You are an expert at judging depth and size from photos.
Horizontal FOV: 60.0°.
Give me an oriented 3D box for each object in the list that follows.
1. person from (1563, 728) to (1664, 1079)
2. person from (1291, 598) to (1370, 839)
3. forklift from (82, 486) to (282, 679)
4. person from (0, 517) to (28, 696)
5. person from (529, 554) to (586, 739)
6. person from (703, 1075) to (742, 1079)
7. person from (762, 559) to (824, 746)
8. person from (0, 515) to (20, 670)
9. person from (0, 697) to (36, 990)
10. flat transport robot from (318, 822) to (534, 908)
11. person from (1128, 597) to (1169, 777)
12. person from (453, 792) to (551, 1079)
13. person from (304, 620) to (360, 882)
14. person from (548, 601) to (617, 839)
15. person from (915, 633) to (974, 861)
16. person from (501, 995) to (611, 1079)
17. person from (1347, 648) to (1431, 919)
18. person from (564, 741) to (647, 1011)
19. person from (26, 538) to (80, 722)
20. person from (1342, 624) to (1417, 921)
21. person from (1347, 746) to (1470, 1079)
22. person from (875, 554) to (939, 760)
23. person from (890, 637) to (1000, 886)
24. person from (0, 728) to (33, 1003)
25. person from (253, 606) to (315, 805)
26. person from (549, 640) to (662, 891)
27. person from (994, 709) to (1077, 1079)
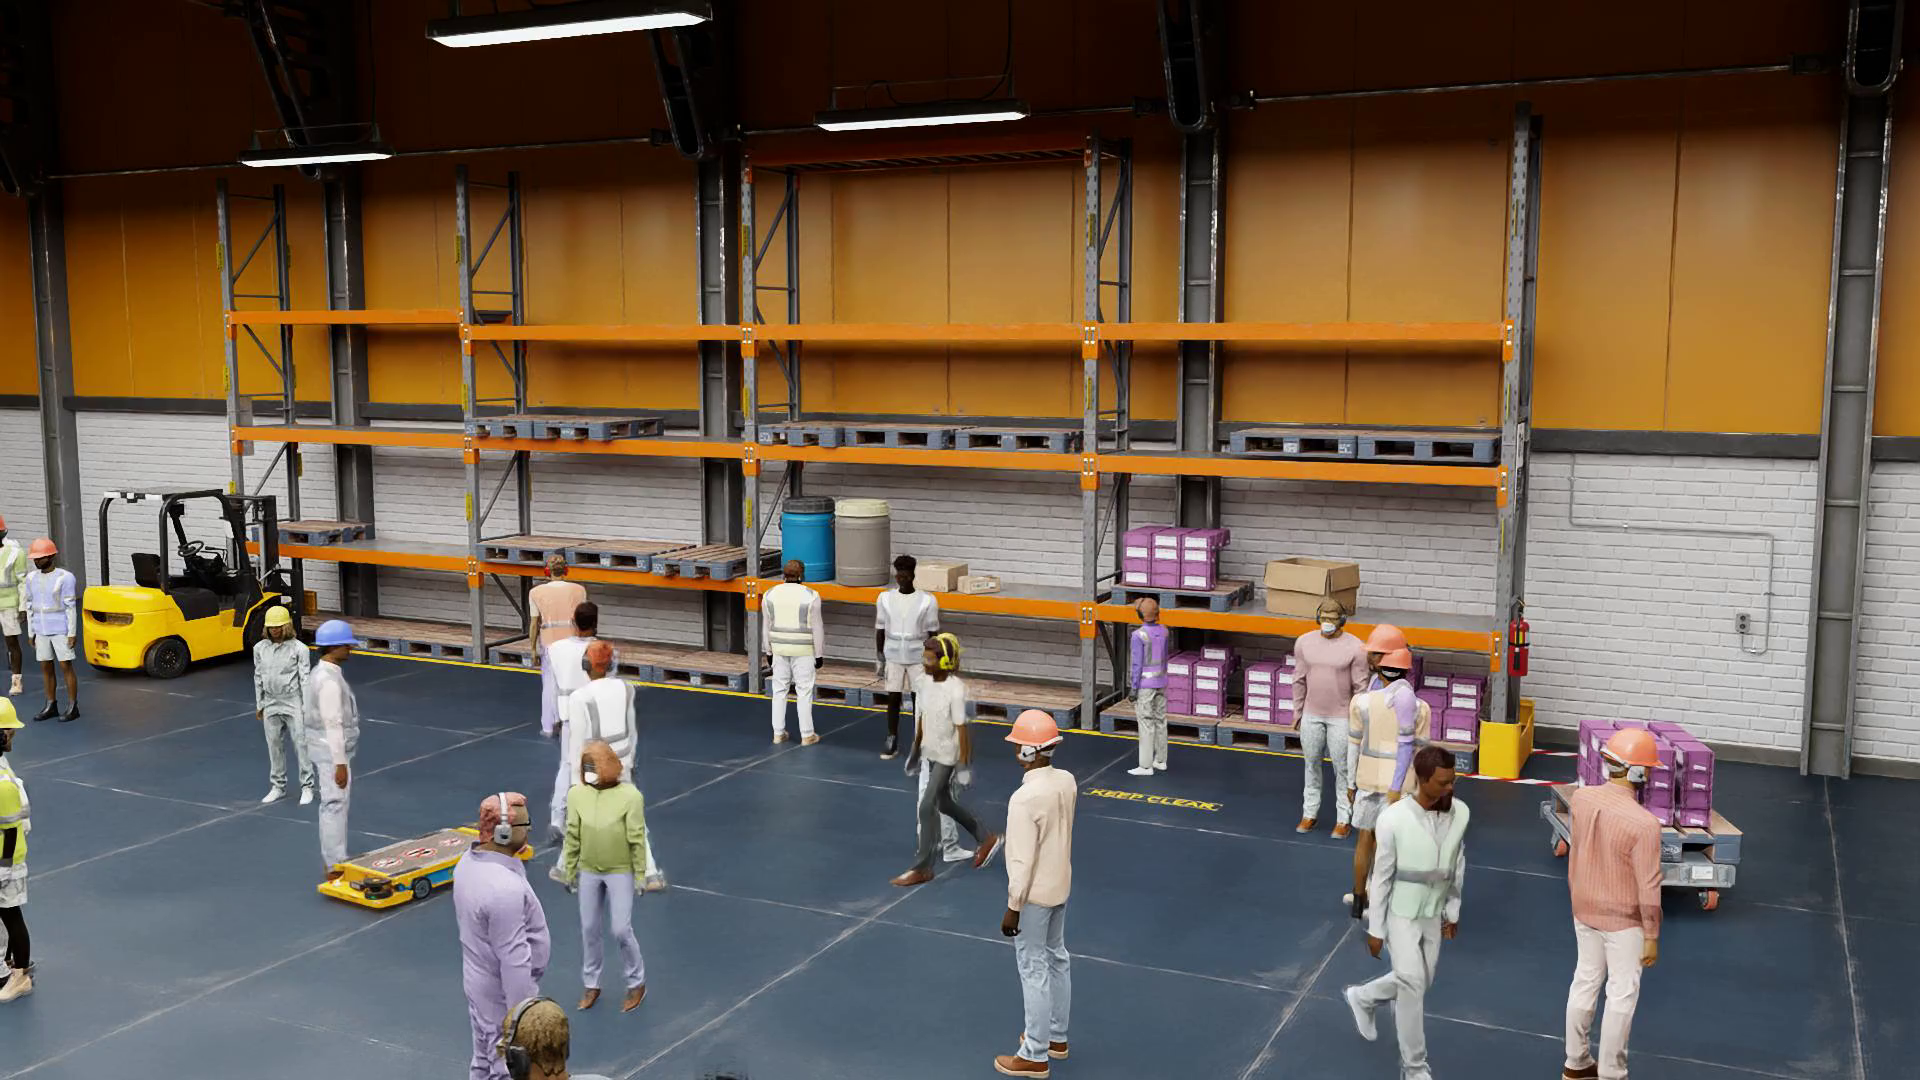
[{"bbox_3d":[3.428,1.953,8.681,0.407,1.981,0.625,-3,7,-21],"label":"person"},{"bbox_3d":[2.958,1.416,13.321,0.629,1.932,0.362,5,8,34],"label":"person"},{"bbox_3d":[-9.426,0.454,20.179,1.214,2.155,2.313,3,8,26],"label":"forklift"},{"bbox_3d":[-10.712,0.729,18.525,0.605,2.044,0.374,-1,7,-10],"label":"person"},{"bbox_3d":[-3.996,1.067,16.585,0.561,1.837,0.388,-3,7,-22],"label":"person"},{"bbox_3d":[-0.707,2.492,5.536,0.601,1.657,0.793,-2,7,-18],"label":"person"},{"bbox_3d":[-1.627,1.099,16.347,0.626,1.836,0.430,2,7,17],"label":"person"},{"bbox_3d":[-11.555,0.614,19.947,0.542,1.928,0.377,-4,8,-27],"label":"person"},{"bbox_3d":[-5.899,1.855,10.167,0.403,1.816,0.603,-5,8,-34],"label":"person"},{"bbox_3d":[-3.903,2.369,12.229,0.652,0.197,1.431,4,8,33],"label":"flat transport robot"},{"bbox_3d":[1.721,1.336,15.173,0.313,1.636,0.517,6,9,42],"label":"person"},{"bbox_3d":[-2.099,2.104,7.727,0.407,1.905,0.655,-4,8,-33],"label":"person"},{"bbox_3d":[-4.565,1.550,12.141,0.399,1.943,0.642,-3,8,-26],"label":"person"},{"bbox_3d":[-3.053,1.436,13.407,0.595,1.884,0.947,1,7,7],"label":"person"},{"bbox_3d":[-0.128,1.577,12.757,0.488,1.741,0.316,6,9,43],"label":"person"},{"bbox_3d":[-1.304,2.392,5.280,0.386,1.928,0.636,3,8,26],"label":"person"},{"bbox_3d":[2.930,1.655,11.383,0.548,1.923,0.390,2,7,19],"label":"person"},{"bbox_3d":[-2.098,1.986,9.875,0.517,1.622,0.291,2,7,14],"label":"person"},{"bbox_3d":[-9.457,0.936,17.291,0.545,1.932,0.386,1,7,8],"label":"person"},{"bbox_3d":[2.902,1.585,11.432,0.365,2.048,0.605,-1,7,-8],"label":"person"},{"bbox_3d":[2.376,1.974,8.911,0.607,1.887,0.834,-4,8,-28],"label":"person"},{"bbox_3d":[-0.510,1.104,15.736,0.612,1.963,0.361,1,7,8],"label":"person"},{"bbox_3d":[-0.087,1.596,12.240,0.894,1.841,0.534,-4,8,-27],"label":"person"},{"bbox_3d":[-5.828,1.928,10.038,0.538,1.696,0.317,6,9,40],"label":"person"},{"bbox_3d":[-5.773,1.410,14.203,0.498,1.732,0.382,1,7,7],"label":"person"},{"bbox_3d":[-2.577,1.625,12.018,0.951,1.831,0.595,6,9,41],"label":"person"},{"bbox_3d":[0.416,1.902,9.028,0.376,1.995,0.609,4,8,29],"label":"person"}]
